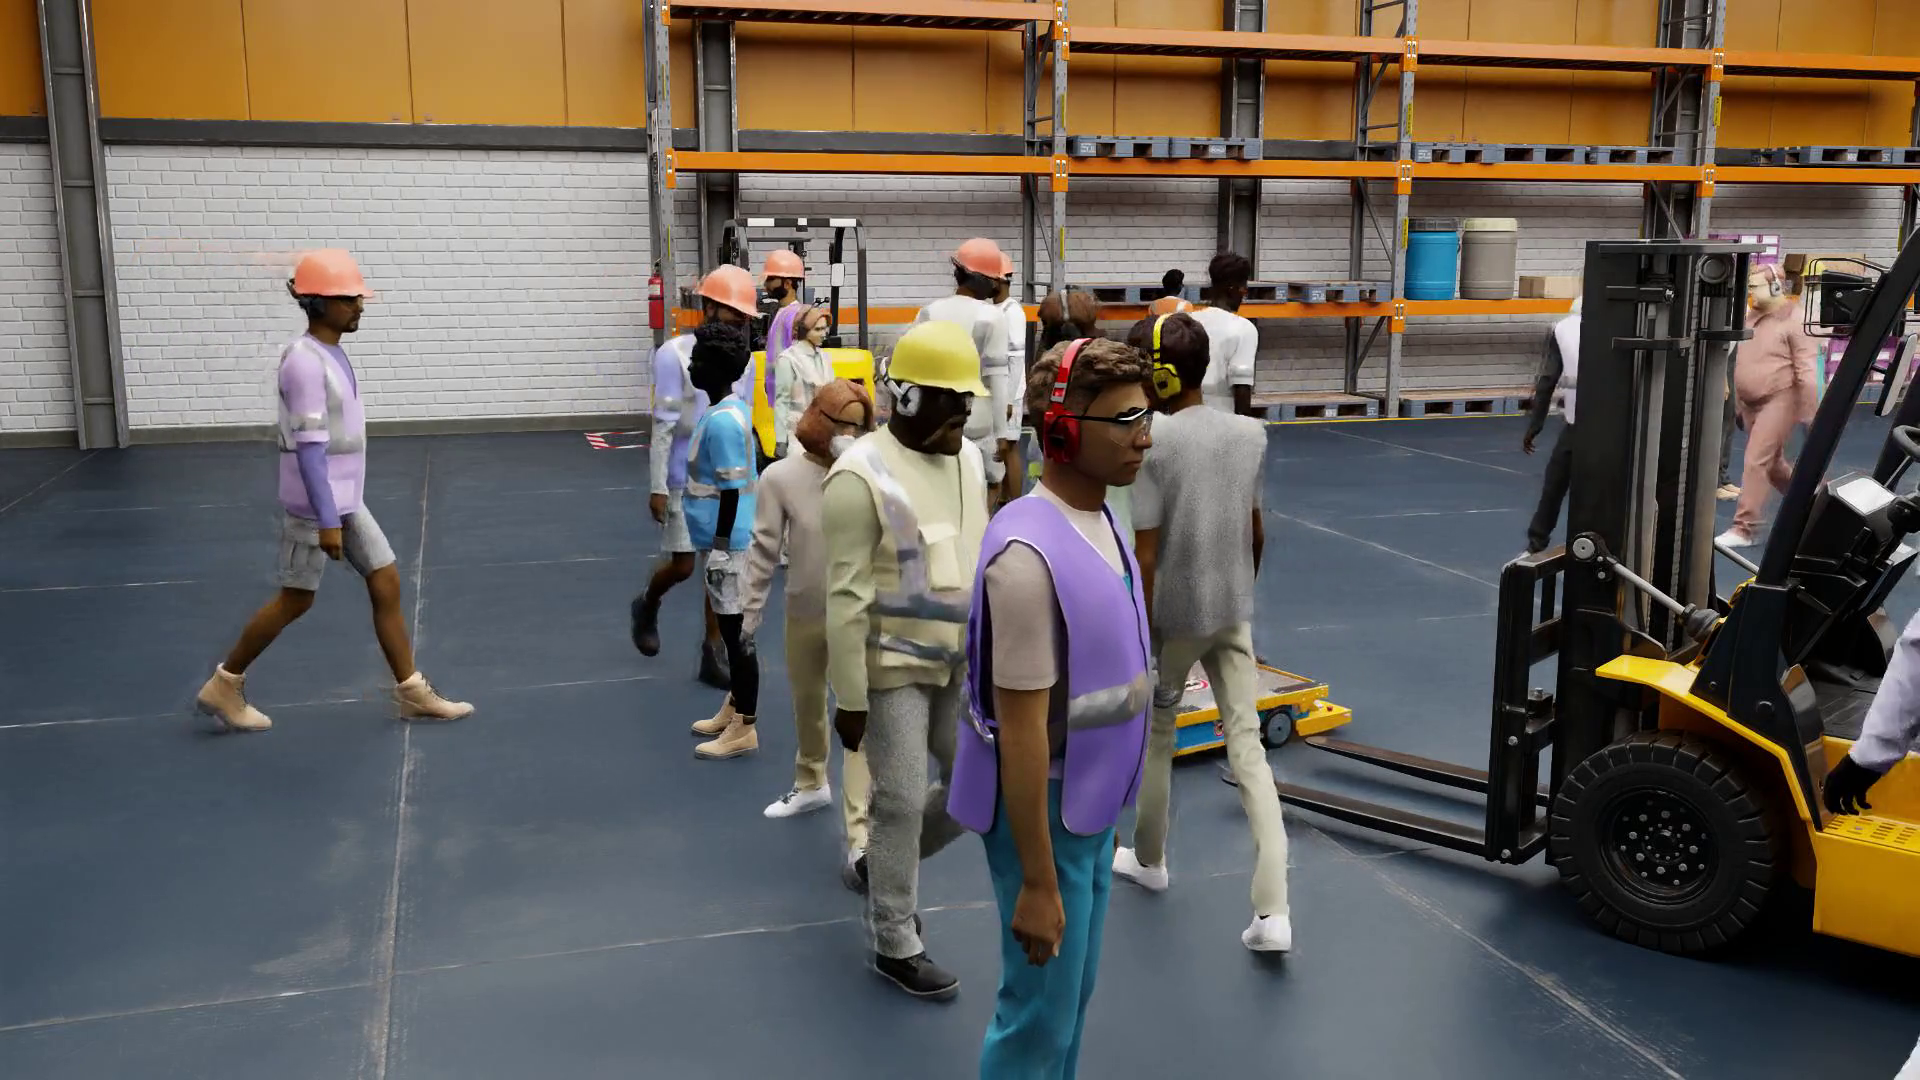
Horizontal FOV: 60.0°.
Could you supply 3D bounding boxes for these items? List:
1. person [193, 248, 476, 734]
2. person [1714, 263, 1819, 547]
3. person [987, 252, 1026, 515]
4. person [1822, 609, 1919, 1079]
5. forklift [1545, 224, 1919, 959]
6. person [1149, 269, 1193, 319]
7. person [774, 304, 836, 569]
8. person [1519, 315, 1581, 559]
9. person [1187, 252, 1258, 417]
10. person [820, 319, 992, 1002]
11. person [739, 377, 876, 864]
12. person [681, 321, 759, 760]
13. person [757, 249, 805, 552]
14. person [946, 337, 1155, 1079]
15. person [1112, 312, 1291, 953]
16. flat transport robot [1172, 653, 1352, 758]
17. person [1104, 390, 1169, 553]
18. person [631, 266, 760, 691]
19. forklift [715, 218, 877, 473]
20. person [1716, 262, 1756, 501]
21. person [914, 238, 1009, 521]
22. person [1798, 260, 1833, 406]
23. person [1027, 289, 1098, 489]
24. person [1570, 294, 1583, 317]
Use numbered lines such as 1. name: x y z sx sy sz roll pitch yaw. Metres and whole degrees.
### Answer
1. person: -2.628 -0.181 6.751 1.086 1.992 0.621 -1 10 -4
2. person: 5.369 -0.877 10.900 0.895 1.866 0.679 -2 10 -8
3. person: 0.260 -1.012 11.429 0.374 1.928 0.542 -3 11 -14
4. person: 2.080 0.534 3.324 0.985 1.788 0.619 0 10 2
5. forklift: 2.909 0.117 4.508 2.313 2.155 1.214 9 14 40
6. person: 2.156 -1.899 16.930 0.535 1.697 0.318 8 13 38
7. person: -0.889 -0.593 9.939 0.583 1.612 0.547 4 11 23
8. person: 3.639 -0.664 9.710 0.809 1.870 0.582 7 12 33
9. person: 1.424 -0.628 9.304 0.637 1.938 0.570 9 14 41
10. person: -0.122 0.321 4.437 0.436 1.810 0.621 8 13 37
11. person: -0.438 0.251 5.462 0.557 1.582 0.803 1 10 5
12. person: -0.924 0.000 6.507 0.318 1.700 0.535 -2 10 -9
13. person: -1.122 -0.896 10.756 0.350 1.942 0.545 -3 11 -15
14. person: 0.174 0.541 3.144 0.373 1.843 0.572 3 11 15
15. person: 0.704 0.258 4.817 0.540 1.827 0.949 -3 11 -18
16. flat transport robot: 0.828 0.683 6.680 1.431 0.197 0.652 -7 12 -32
17. person: 0.643 0.031 6.577 0.627 1.606 0.521 -7 13 -34
18. person: -1.224 -0.290 7.569 0.614 1.895 0.702 -10 14 -42
19. forklift: -1.522 -1.778 14.899 1.214 2.155 2.313 -3 11 -17
20. person: 5.961 -1.228 12.846 0.345 1.845 0.508 9 14 40
21. person: 0.028 -0.652 9.230 0.610 2.010 0.422 5 12 27
22. person: 9.359 -2.187 18.319 0.326 1.765 0.533 -2 11 -12
23. person: 0.578 -0.161 7.113 0.687 1.813 0.634 6 12 30
24. person: 5.231 -1.357 13.496 0.623 1.890 0.938 7 13 34
